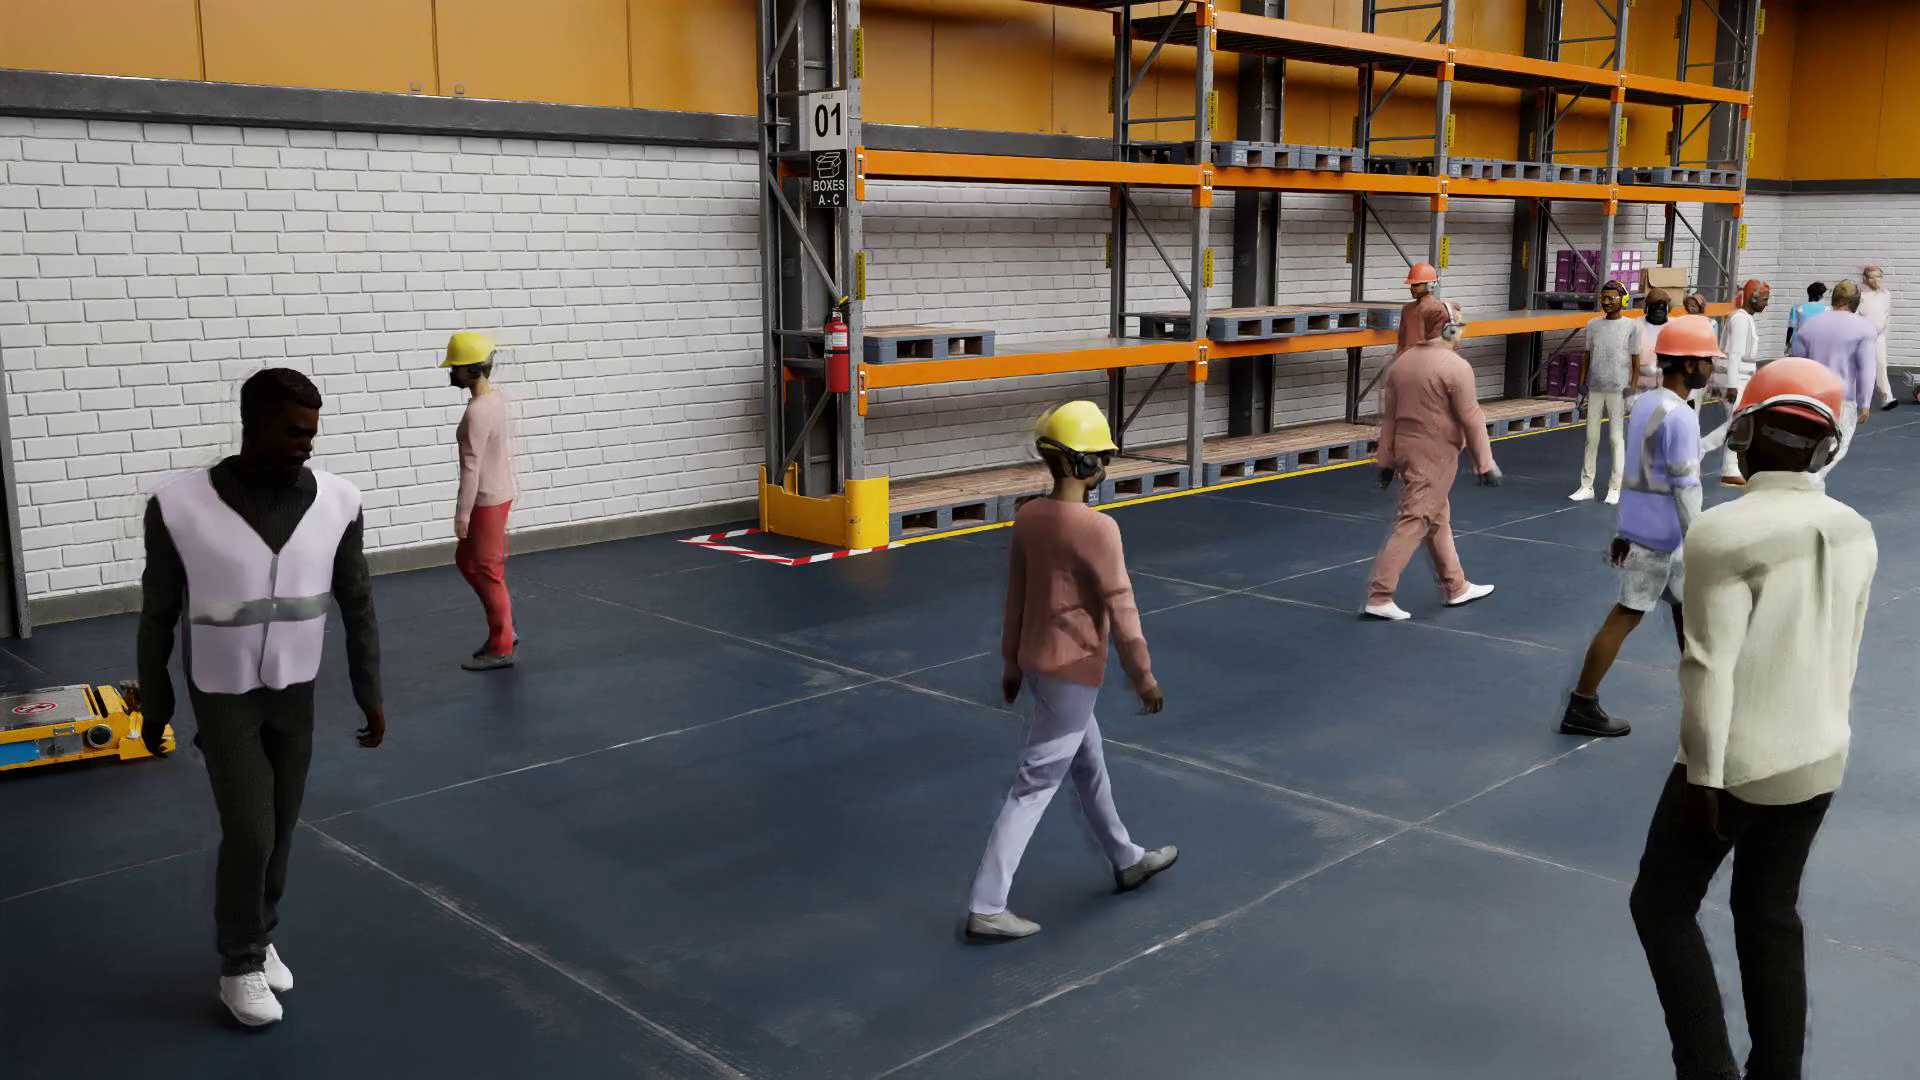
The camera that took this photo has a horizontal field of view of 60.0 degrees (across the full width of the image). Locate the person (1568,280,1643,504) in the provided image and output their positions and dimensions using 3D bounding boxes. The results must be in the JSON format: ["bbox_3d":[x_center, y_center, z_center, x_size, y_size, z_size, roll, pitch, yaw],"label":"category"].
[{"bbox_3d":[5.428,-1.239,13.968,0.513,1.872,0.328,9,14,42],"label":"person"}]

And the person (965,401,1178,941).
[{"bbox_3d":[0.375,0.415,5.377,0.921,1.719,0.528,-5,12,-25],"label":"person"}]

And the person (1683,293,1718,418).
[{"bbox_3d":[7.858,-1.832,17.854,0.527,1.624,0.401,9,14,40],"label":"person"}]

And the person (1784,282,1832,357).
[{"bbox_3d":[10.951,-2.504,21.489,0.547,1.635,0.852,4,11,21],"label":"person"}]

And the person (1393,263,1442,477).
[{"bbox_3d":[4.214,-1.534,15.241,0.400,1.989,0.623,-6,12,-29],"label":"person"}]

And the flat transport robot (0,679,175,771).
[{"bbox_3d":[-4.149,0.833,7.029,1.431,0.197,0.652,-6,12,-31],"label":"flat transport robot"}]

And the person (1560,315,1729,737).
[{"bbox_3d":[3.178,-0.031,7.313,0.993,1.887,0.570,2,11,9],"label":"person"}]

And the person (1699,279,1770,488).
[{"bbox_3d":[6.833,-1.388,14.812,0.563,1.856,0.655,7,12,32],"label":"person"}]

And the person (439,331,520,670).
[{"bbox_3d":[-2.476,-0.190,8.529,0.387,1.752,0.555,-1,10,-6],"label":"person"}]

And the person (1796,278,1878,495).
[{"bbox_3d":[6.861,-1.114,13.197,0.731,1.911,0.664,-6,12,-29],"label":"person"}]

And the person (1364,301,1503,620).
[{"bbox_3d":[2.785,-0.458,9.750,0.981,1.860,0.652,-3,11,-16],"label":"person"}]

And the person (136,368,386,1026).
[{"bbox_3d":[-2.009,0.439,4.796,0.659,1.873,0.609,10,14,43],"label":"person"}]

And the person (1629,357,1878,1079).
[{"bbox_3d":[1.955,0.538,4.065,0.643,1.948,0.500,-4,11,-23],"label":"person"}]

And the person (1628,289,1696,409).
[{"bbox_3d":[5.972,-1.255,14.303,0.664,1.789,0.763,2,11,12],"label":"person"}]

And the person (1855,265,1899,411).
[{"bbox_3d":[11.645,-2.568,21.260,0.645,1.850,0.995,0,10,-3],"label":"person"}]
